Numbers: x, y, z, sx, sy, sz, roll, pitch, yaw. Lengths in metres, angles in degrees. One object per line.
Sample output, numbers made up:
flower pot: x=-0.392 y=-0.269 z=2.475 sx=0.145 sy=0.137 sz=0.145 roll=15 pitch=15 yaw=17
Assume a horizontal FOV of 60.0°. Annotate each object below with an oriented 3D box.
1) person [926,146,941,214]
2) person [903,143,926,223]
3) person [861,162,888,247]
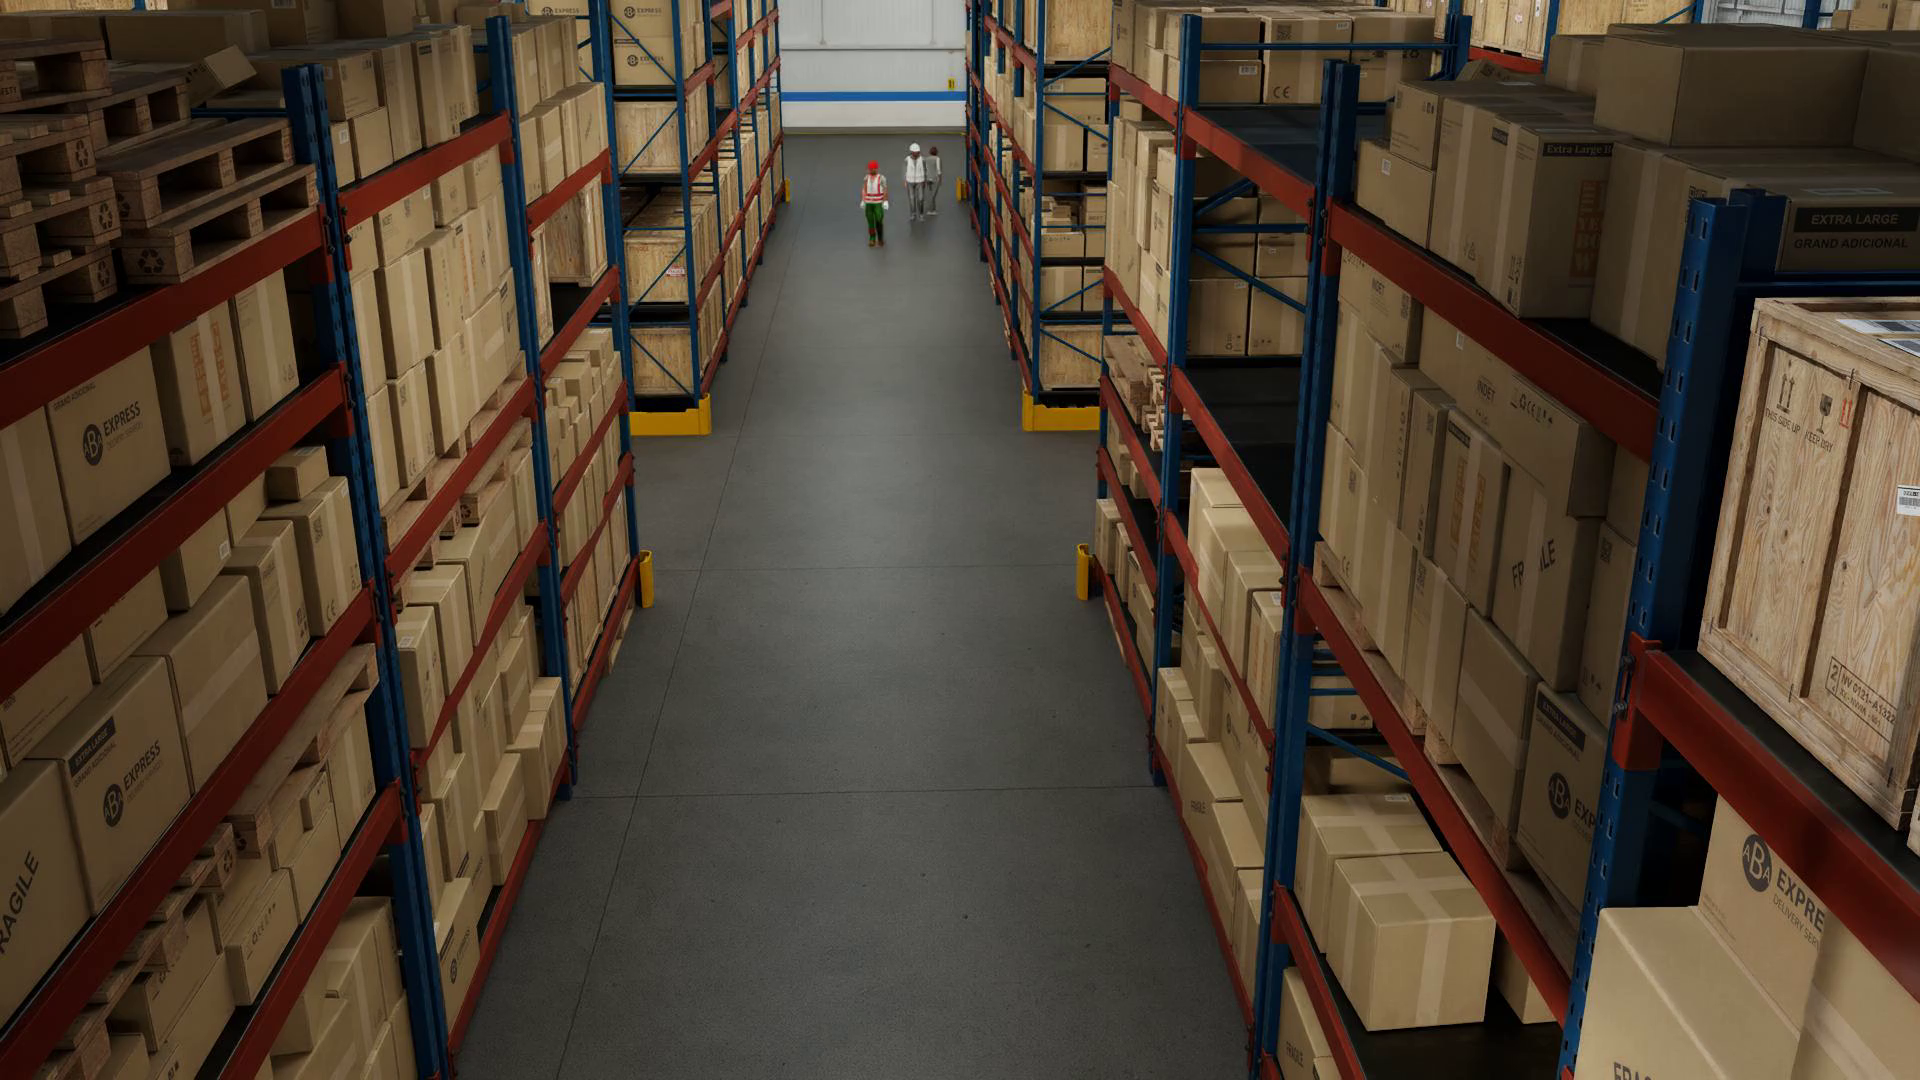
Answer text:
person: x=-0.657 y=-8.596 z=39.786 sx=0.435 sy=1.593 sz=0.507 roll=17 pitch=26 yaw=37
person: x=-1.060 y=-8.323 z=38.762 sx=0.554 sy=1.800 sz=0.487 roll=0 pitch=20 yaw=0
person: x=-1.863 y=-7.230 z=35.794 sx=0.577 sy=1.787 sz=0.425 roll=6 pitch=21 yaw=15
